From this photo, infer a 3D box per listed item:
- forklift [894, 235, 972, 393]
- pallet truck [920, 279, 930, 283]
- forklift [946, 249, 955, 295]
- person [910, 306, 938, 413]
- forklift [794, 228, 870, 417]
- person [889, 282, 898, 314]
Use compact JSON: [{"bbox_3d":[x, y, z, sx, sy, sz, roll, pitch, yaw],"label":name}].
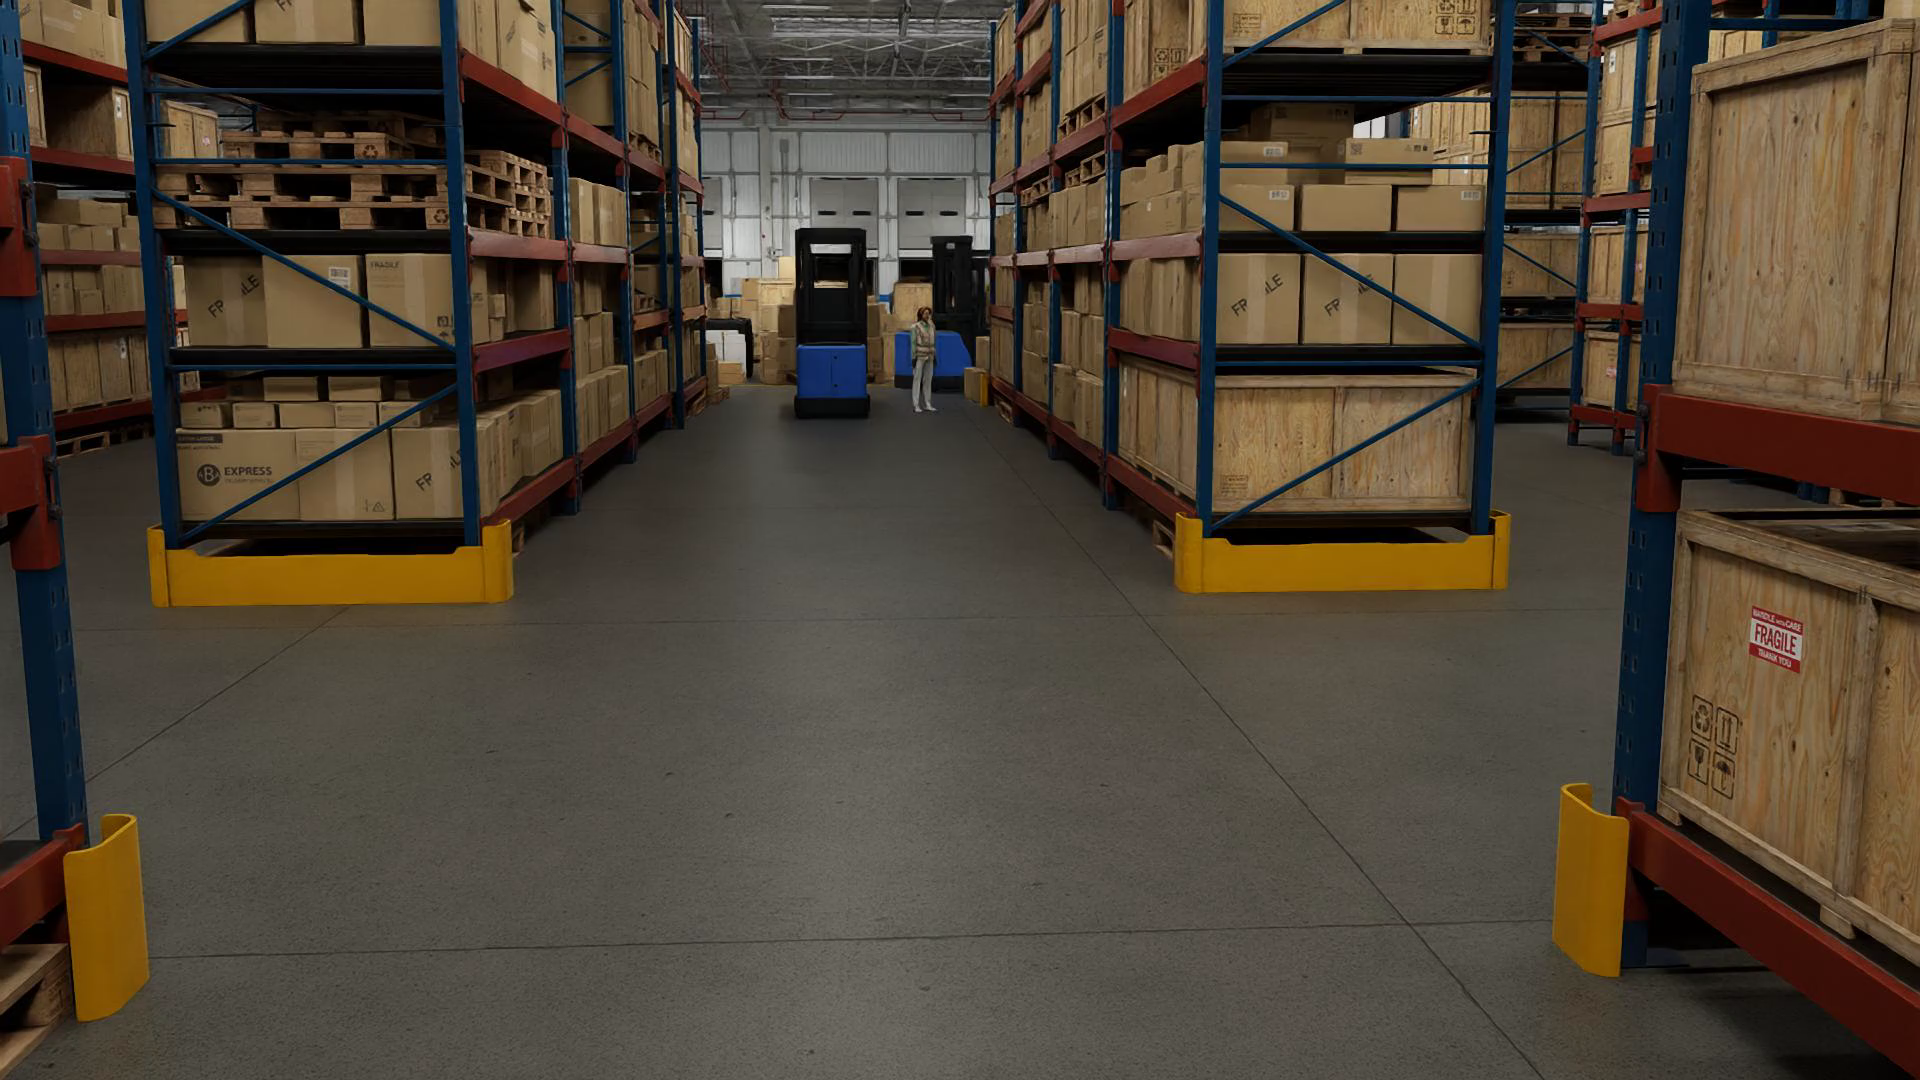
[{"bbox_3d":[-0.175,-4.124,30.223,1.873,2.768,1.129,-6,11,-33],"label":"forklift"},{"bbox_3d":[-0.932,-8.922,63.114,1.885,1.965,0.823,2,9,13],"label":"pallet truck"},{"bbox_3d":[-0.308,-6.534,45.360,1.873,2.768,1.129,-7,11,-36],"label":"forklift"},{"bbox_3d":[-0.561,-2.795,25.766,0.522,1.640,0.306,-9,13,-43],"label":"person"},{"bbox_3d":[-1.942,-3.312,25.125,1.129,2.768,1.873,-1,9,-4],"label":"forklift"},{"bbox_3d":[-1.925,-7.134,52.197,0.649,1.907,0.474,2,9,14],"label":"person"}]
